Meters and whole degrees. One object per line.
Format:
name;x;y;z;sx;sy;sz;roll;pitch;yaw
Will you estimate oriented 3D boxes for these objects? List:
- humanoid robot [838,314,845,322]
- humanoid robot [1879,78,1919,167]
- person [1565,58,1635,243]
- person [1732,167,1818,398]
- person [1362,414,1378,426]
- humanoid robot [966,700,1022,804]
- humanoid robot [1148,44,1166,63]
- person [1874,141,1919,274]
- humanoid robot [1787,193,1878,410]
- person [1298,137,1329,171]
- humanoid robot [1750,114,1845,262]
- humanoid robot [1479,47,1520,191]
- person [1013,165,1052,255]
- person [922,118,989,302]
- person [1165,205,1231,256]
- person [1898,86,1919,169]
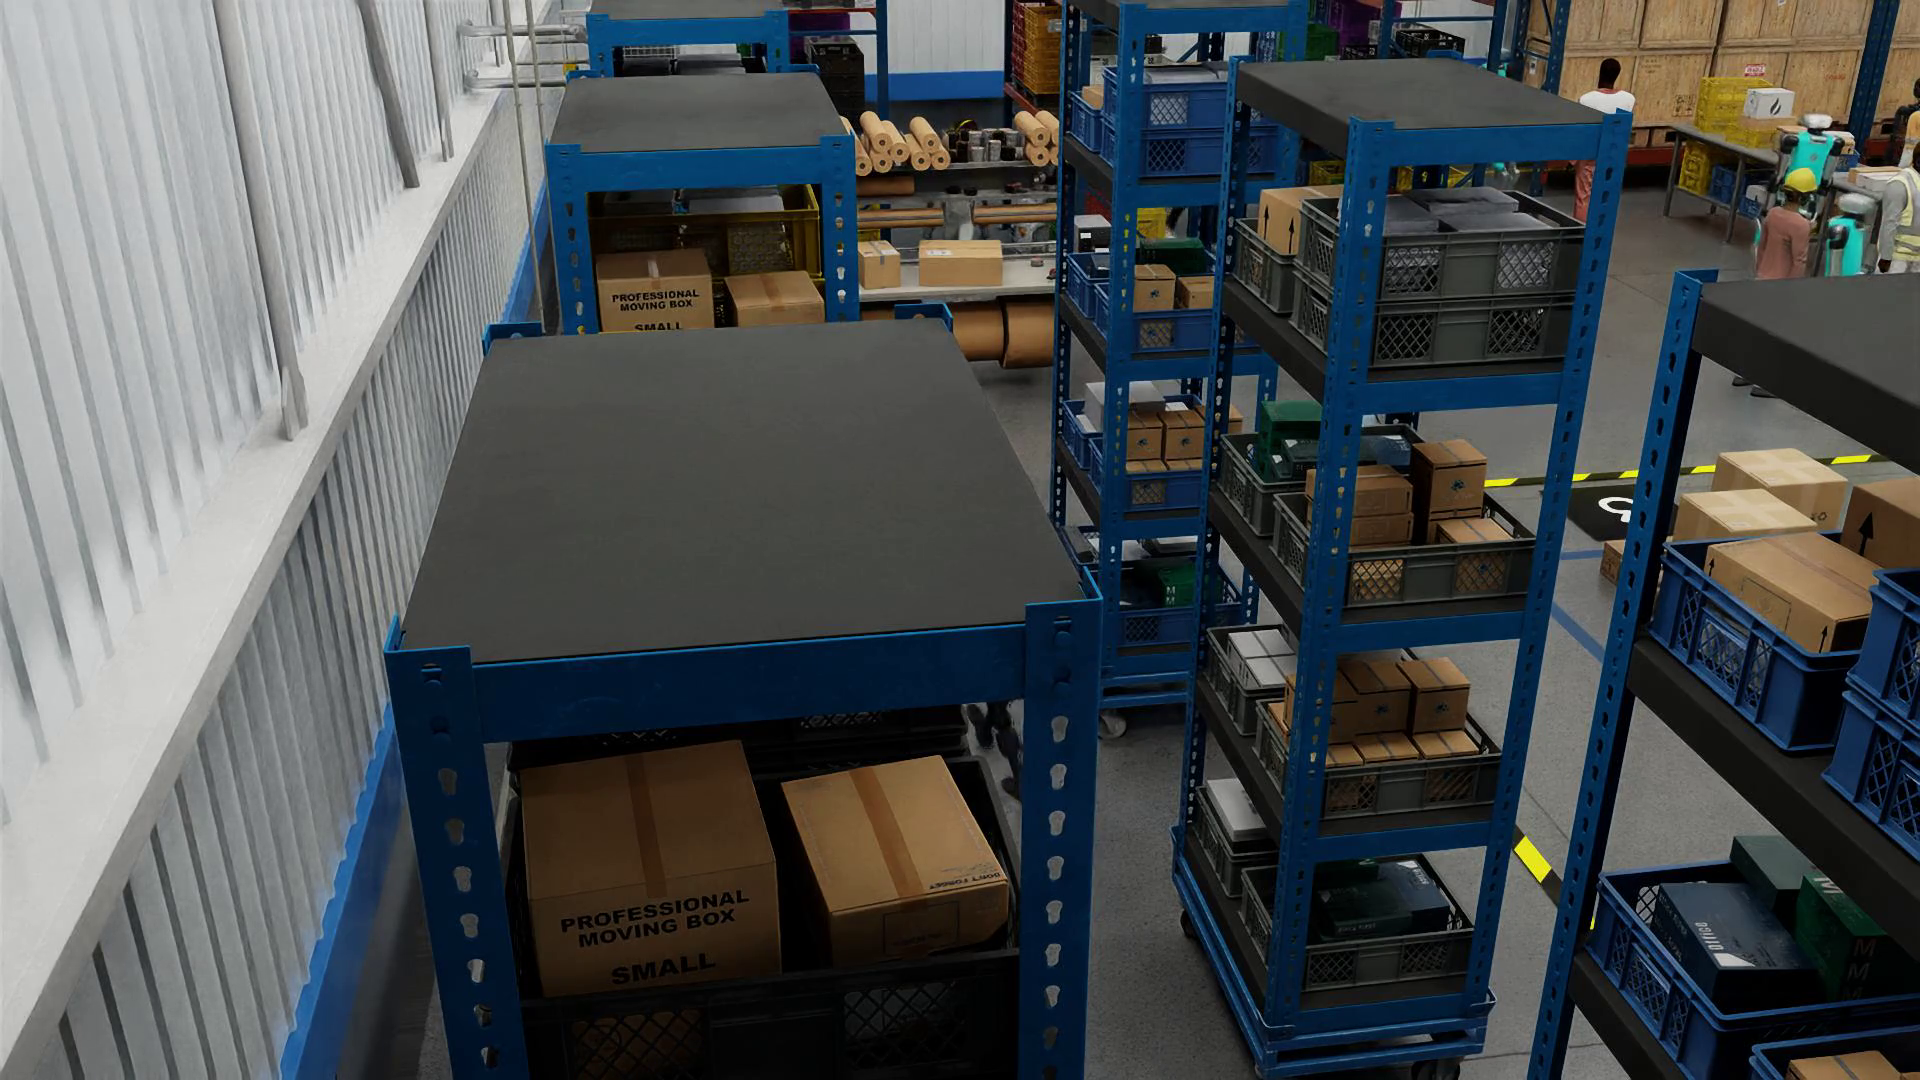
humanoid robot;-0.743;-0.552;9.885;0.608;1.650;0.743;-10;26;-20
humanoid robot;9.796;-3.933;17.158;0.589;1.641;0.355;-4;25;-9
person;6.388;-3.838;16.668;0.595;1.918;0.385;-4;25;-8
person;6.312;-1.979;12.805;0.308;1.769;0.532;-3;25;-7
person;1.811;0.186;8.000;0.589;1.853;0.375;-2;25;-5
humanoid robot;0.150;0.393;7.804;0.604;1.632;0.765;-15;29;-29
humanoid robot;2.353;-4.746;18.757;0.729;1.709;0.531;-9;26;-18
person;7.667;-2.329;13.478;0.620;1.845;0.430;-14;28;-27
humanoid robot;6.494;-1.609;12.015;0.969;1.738;0.540;19;31;35
person;3.904;-4.413;18.070;0.915;1.786;0.521;2;25;4
humanoid robot;7.484;-2.960;15.113;0.544;1.894;0.766;1;25;3
humanoid robot;5.982;-4.441;18.230;0.532;1.798;0.781;-15;29;-30
person;0.660;-2.834;14.702;0.308;1.735;0.483;16;29;30
person;-0.034;-2.771;14.482;0.570;1.804;0.983;2;25;4
person;2.410;-3.828;16.758;0.509;1.829;0.880;-15;29;-30
person;9.189;-3.527;15.973;0.543;1.936;0.356;-8;26;-17
